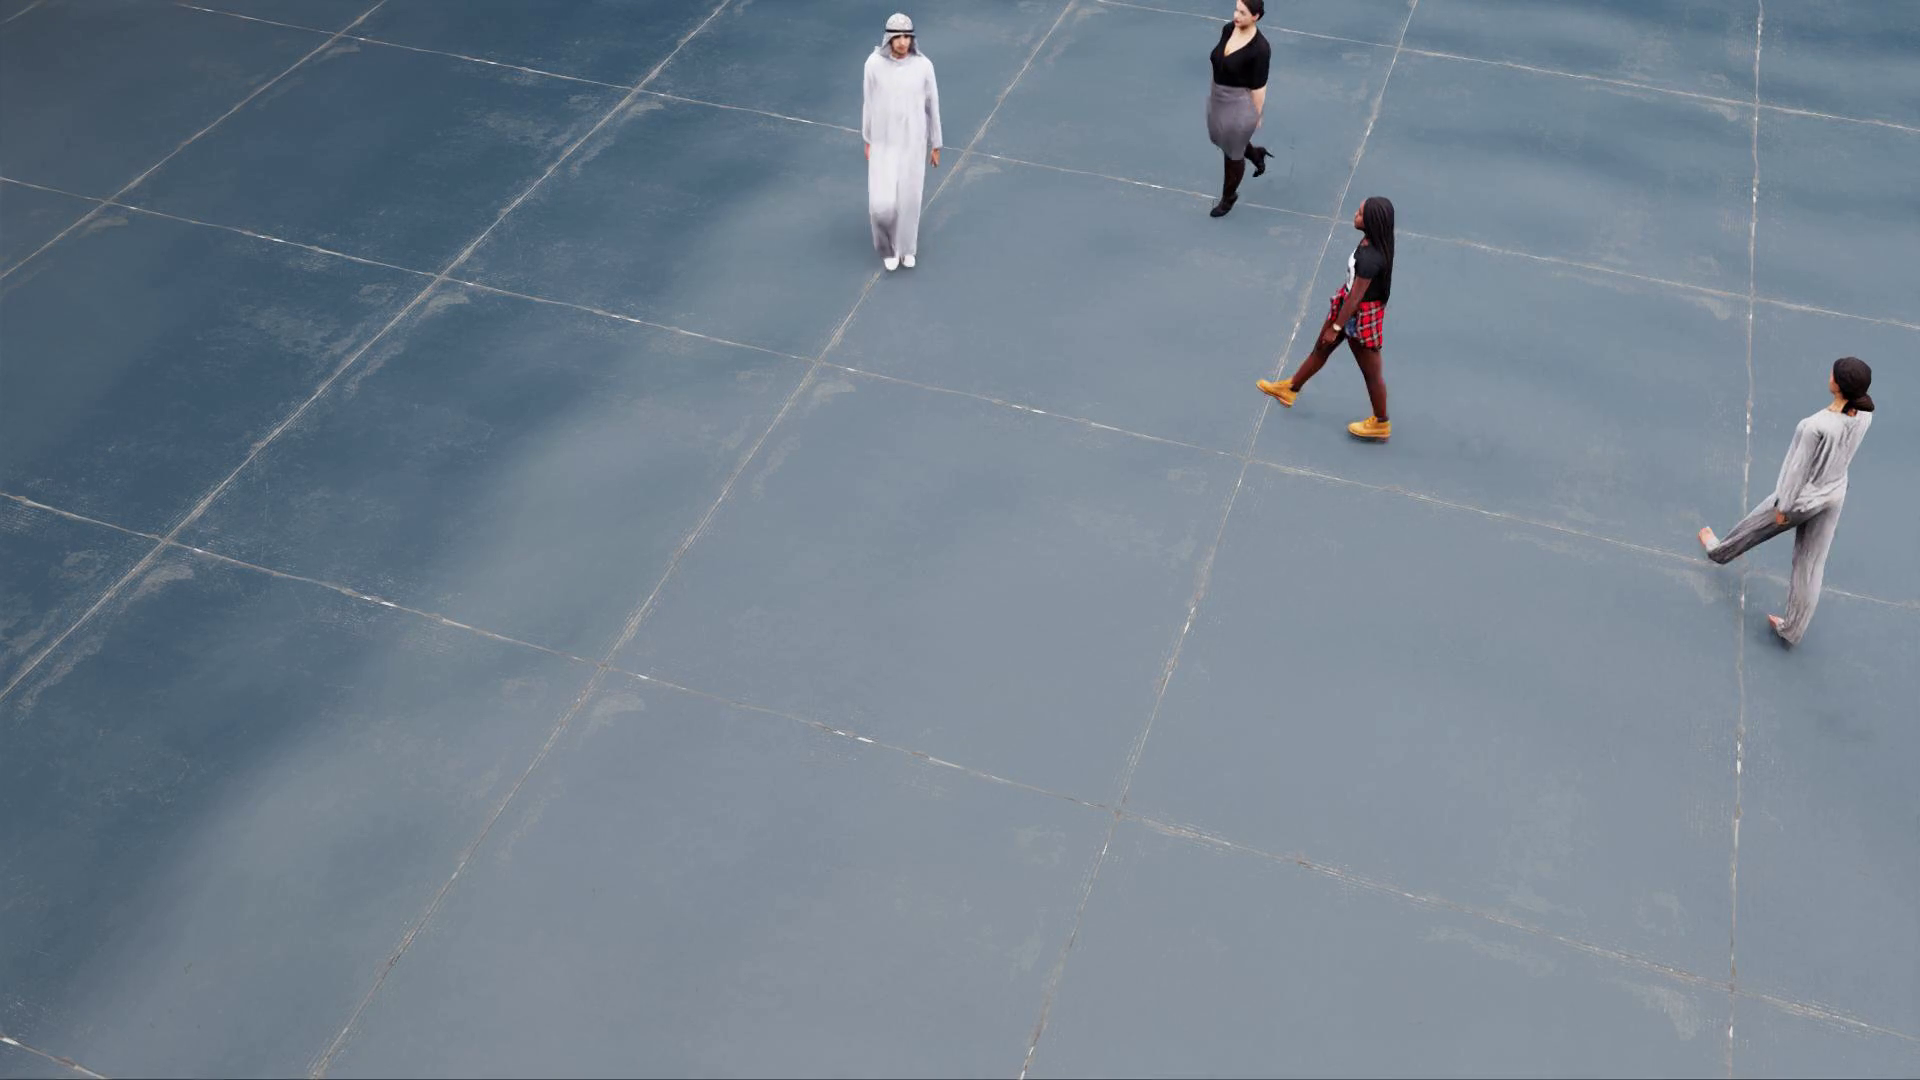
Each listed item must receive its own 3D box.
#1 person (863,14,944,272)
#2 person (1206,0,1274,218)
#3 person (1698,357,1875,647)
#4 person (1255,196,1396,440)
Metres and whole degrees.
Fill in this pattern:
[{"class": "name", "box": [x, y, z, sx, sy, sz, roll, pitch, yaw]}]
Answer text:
[{"class": "person", "box": [-0.435, -2.827, 11.699, 0.878, 1.910, 0.935, -5, 43, -5]}, {"class": "person", "box": [2.102, -3.207, 12.228, 1.015, 1.744, 0.963, -20, 46, -20]}, {"class": "person", "box": [4.638, -0.155, 8.978, 1.122, 1.719, 1.057, -10, 44, -10]}, {"class": "person", "box": [2.554, -1.314, 10.244, 1.152, 1.685, 0.694, 8, 44, 9]}]
